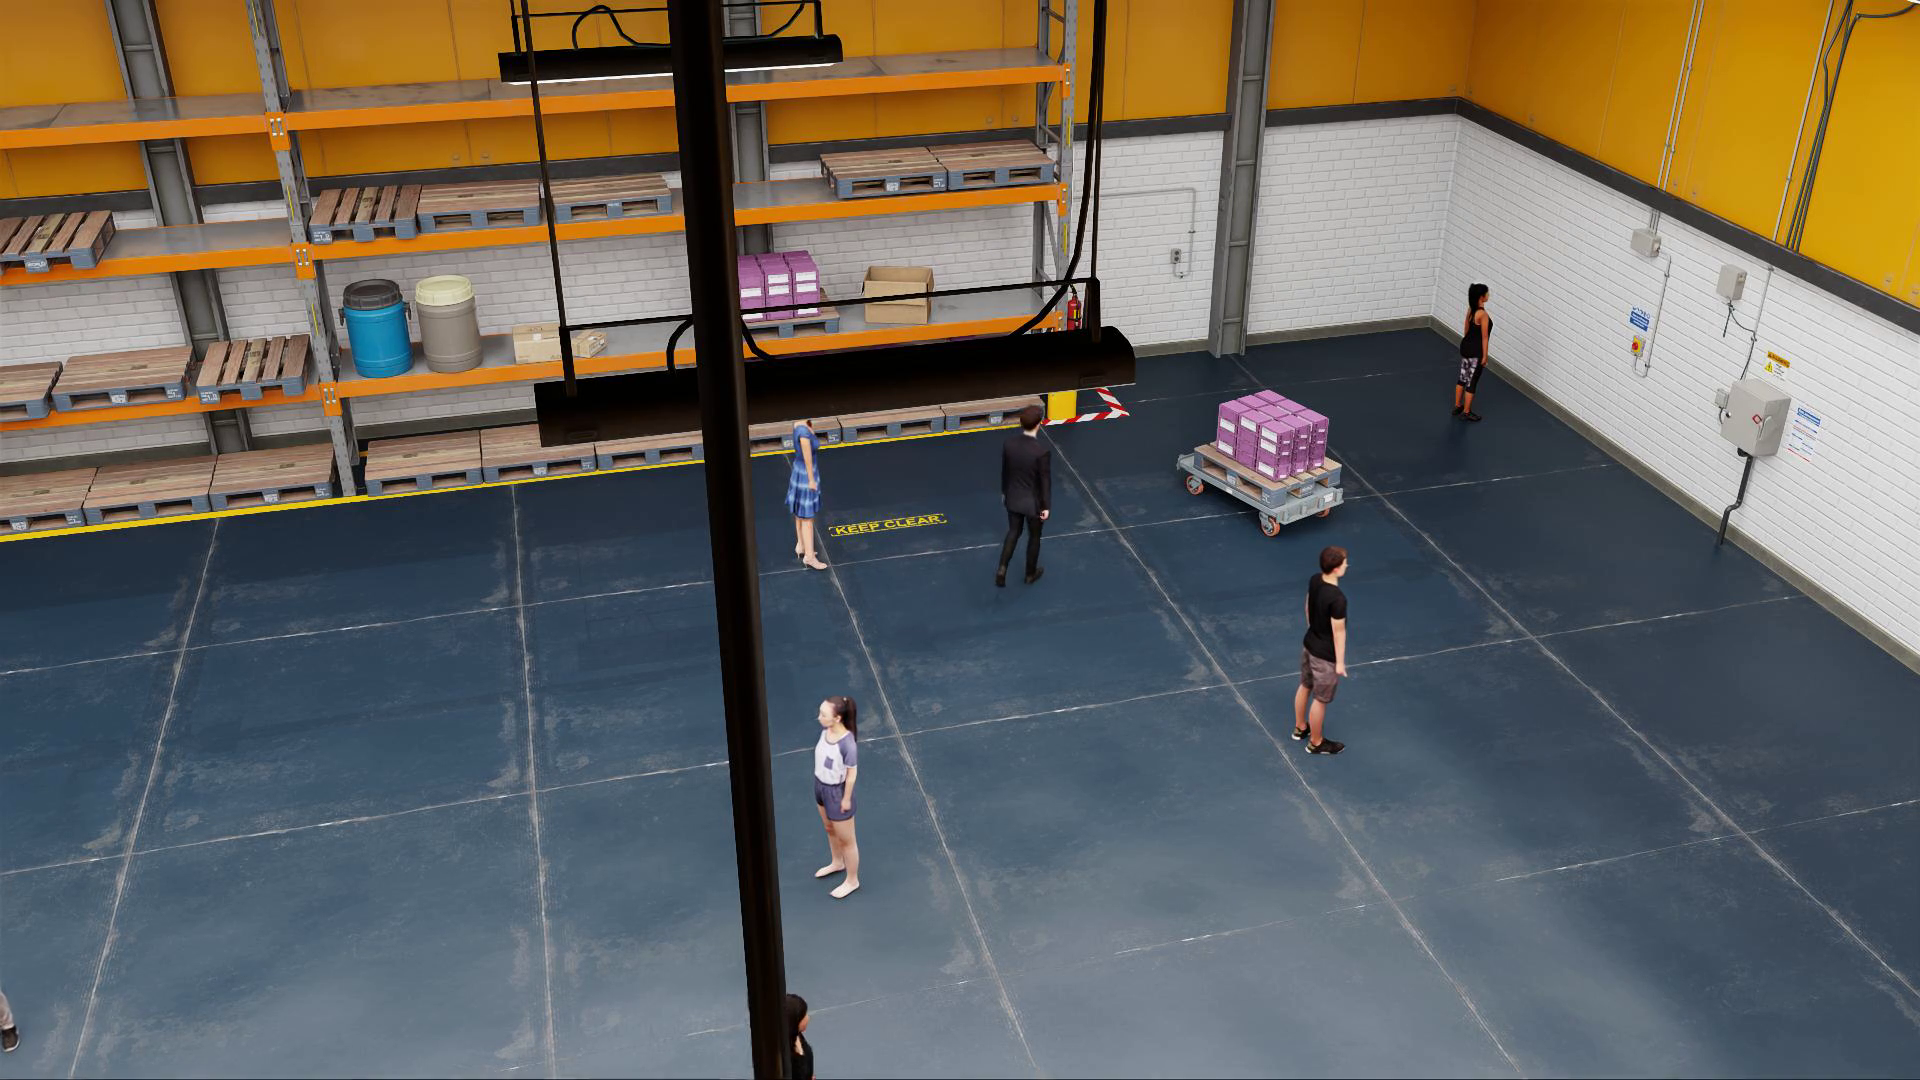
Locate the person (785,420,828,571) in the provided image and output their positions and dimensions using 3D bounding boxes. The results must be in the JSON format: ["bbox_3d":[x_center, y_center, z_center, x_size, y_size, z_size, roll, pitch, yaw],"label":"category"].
[{"bbox_3d":[-1.490,-0.570,16.150,0.582,1.805,0.676,-9,30,-17],"label":"person"}]

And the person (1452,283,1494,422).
[{"bbox_3d":[5.958,-2.197,19.298,0.513,1.648,0.568,-7,29,-13],"label":"person"}]

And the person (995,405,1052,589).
[{"bbox_3d":[0.575,-0.358,15.693,1.051,1.870,1.106,15,32,25],"label":"person"}]

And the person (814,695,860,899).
[{"bbox_3d":[-0.878,1.809,11.949,0.616,1.651,0.648,-16,33,-27],"label":"person"}]

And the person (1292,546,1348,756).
[{"bbox_3d":[2.926,0.869,13.453,0.582,1.861,0.685,-9,30,-16],"label":"person"}]
